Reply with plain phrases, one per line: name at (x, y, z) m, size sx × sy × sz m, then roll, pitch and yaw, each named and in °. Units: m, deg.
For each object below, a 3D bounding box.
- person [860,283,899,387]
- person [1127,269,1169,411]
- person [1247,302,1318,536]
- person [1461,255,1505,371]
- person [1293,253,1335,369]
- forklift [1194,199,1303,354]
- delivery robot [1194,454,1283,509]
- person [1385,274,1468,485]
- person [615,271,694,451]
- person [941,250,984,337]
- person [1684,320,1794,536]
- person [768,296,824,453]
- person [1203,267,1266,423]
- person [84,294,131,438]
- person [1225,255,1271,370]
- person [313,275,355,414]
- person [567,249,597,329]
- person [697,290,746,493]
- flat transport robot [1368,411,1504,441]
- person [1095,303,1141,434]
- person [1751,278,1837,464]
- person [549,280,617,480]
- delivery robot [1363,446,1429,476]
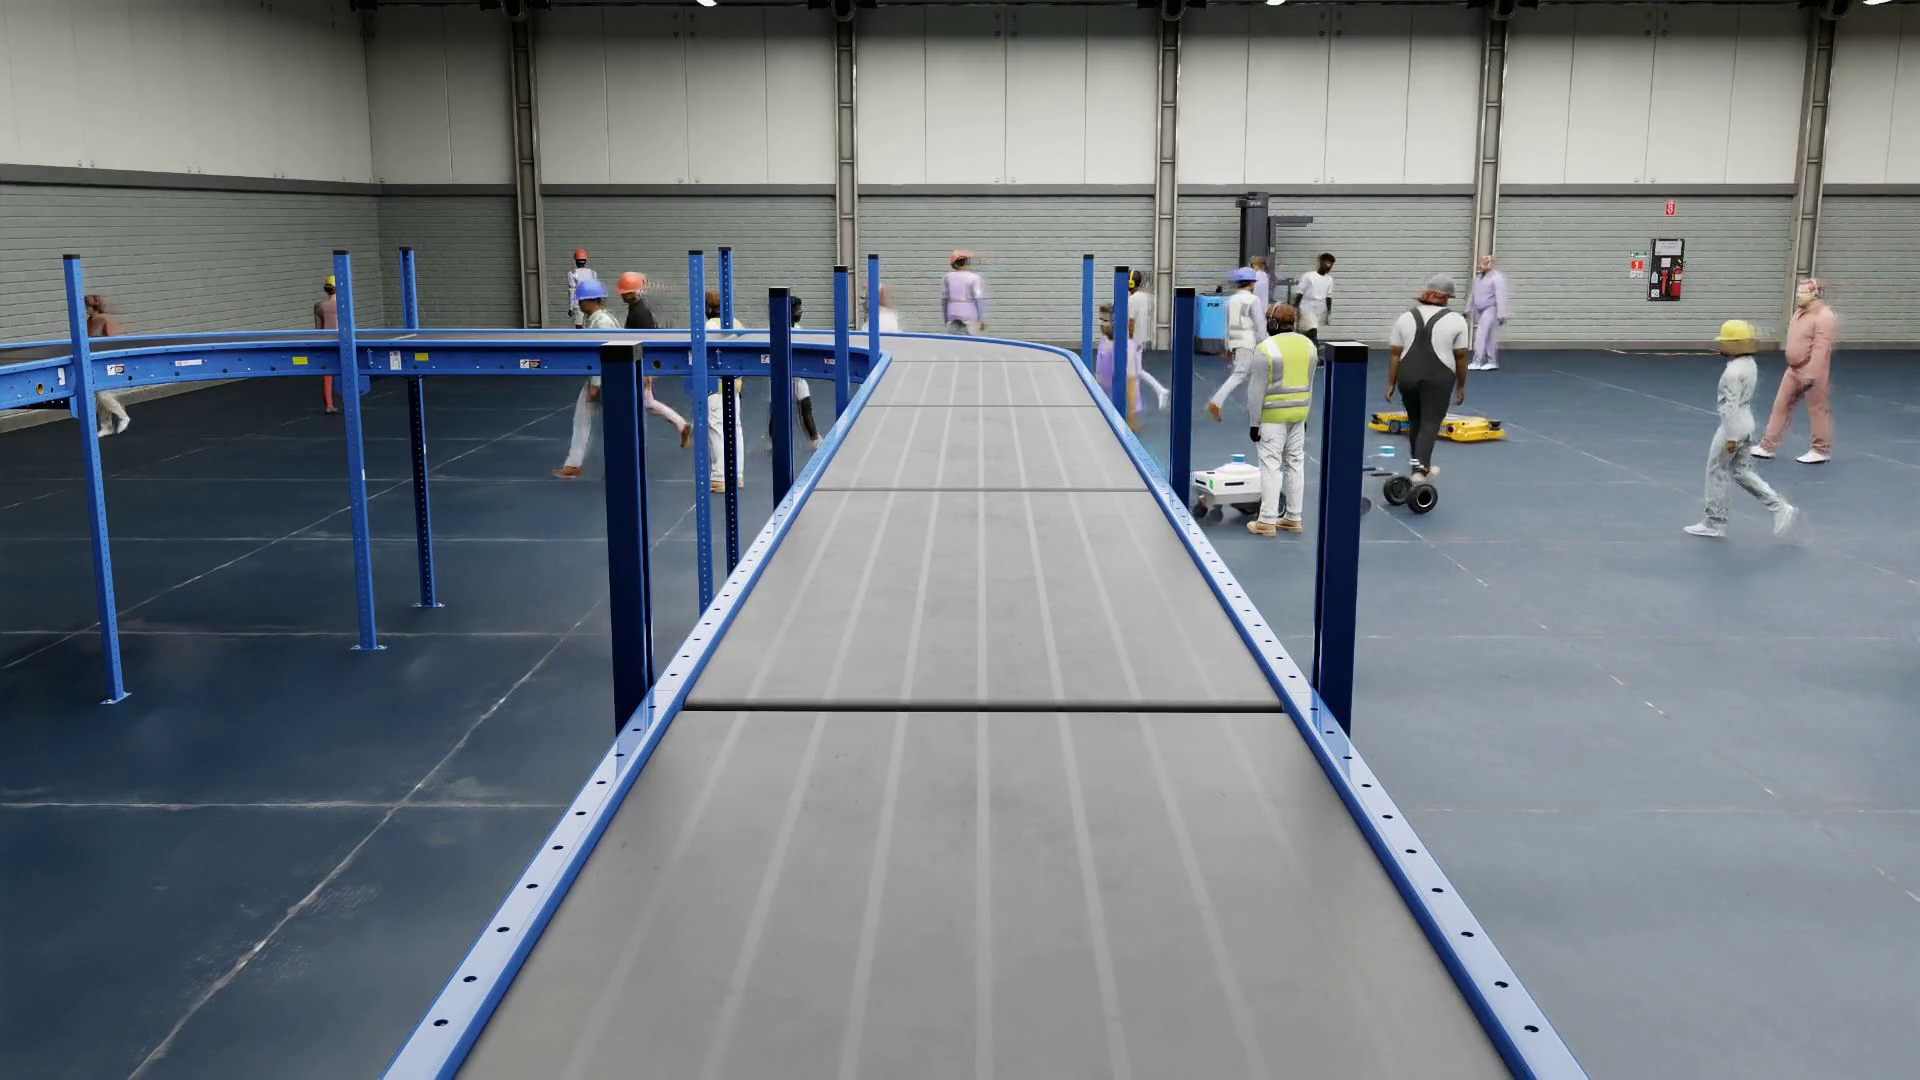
person at (-0.751, -1.501, 15.814) m, size 0.684 × 1.889 × 0.658 m, roll 3°, pitch 11°, yaw 13°
person at (2.283, -2.528, 21.220) m, size 0.739 × 1.850 × 0.526 m, roll 7°, pitch 13°, yaw 33°
person at (2.537, -0.966, 13.241) m, size 0.619 × 1.835 × 0.430 m, roll -6°, pitch 13°, yaw -29°
person at (8.501, -3.695, 27.155) m, size 0.835 × 1.875 × 0.673 m, roll -2°, pitch 11°, yaw -11°
person at (5.863, -3.763, 27.423) m, size 0.683 × 1.896 × 0.964 m, roll -7°, pitch 13°, yaw -32°
forklift at (5.313, -4.851, 30.603) m, size 1.873 × 2.768 × 1.129 m, roll 0°, pitch 11°, yaw 1°
delivery robot at (2.310, -0.469, 13.832) m, size 0.707 × 0.478 × 0.477 m, roll -4°, pitch 12°, yaw -19°
person at (4.321, -1.477, 15.425) m, size 0.718 × 2.000 × 1.028 m, roll 8°, pitch 14°, yaw 37°
person at (-3.211, -1.806, 17.250) m, size 0.843 × 1.953 × 0.618 m, roll -2°, pitch 11°, yaw -12°
person at (0.125, -3.400, 25.326) m, size 0.872 × 2.003 × 0.393 m, roll 3°, pitch 12°, yaw 17°
person at (6.096, -0.852, 12.930) m, size 0.707 × 1.711 × 0.507 m, roll 10°, pitch 15°, yaw 43°
person at (-1.695, -1.720, 17.514) m, size 0.803 × 1.658 × 0.555 m, roll 4°, pitch 12°, yaw 19°
person at (3.418, -2.390, 20.373) m, size 0.976 × 1.904 × 0.613 m, roll -4°, pitch 12°, yaw -20°
person at (-9.817, -1.979, 18.959) m, size 0.515 × 1.631 × 0.355 m, roll 6°, pitch 13°, yaw 29°
person at (4.915, -3.717, 27.252) m, size 0.973 × 1.895 × 0.617 m, roll 6°, pitch 13°, yaw 29°
person at (-7.984, -2.497, 21.293) m, size 0.518 × 1.757 × 0.337 m, roll 1°, pitch 11°, yaw 3°
person at (-6.594, -4.098, 29.049) m, size 0.549 × 1.937 × 0.358 m, roll -8°, pitch 14°, yaw -37°
person at (-2.221, -1.368, 15.292) m, size 0.429 × 1.838 × 0.640 m, roll 6°, pitch 13°, yaw 29°
flat transport robot at (5.506, -1.342, 19.295) m, size 0.652 × 0.197 × 1.431 m, roll -8°, pitch 14°, yaw -36°
person at (1.353, -1.094, 13.961) m, size 0.914 × 1.807 × 0.579 m, roll -2°, pitch 11°, yaw -12°
person at (8.490, -1.712, 16.946) m, size 0.905 × 1.868 × 0.679 m, roll -1°, pitch 11°, yaw -4°
person at (-3.509, -1.479, 15.658) m, size 0.900 × 1.910 × 0.609 m, roll -7°, pitch 13°, yaw -34°
delivery robot at (3.675, -0.689, 14.294) m, size 0.698 × 0.223 × 0.335 m, roll -3°, pitch 11°, yaw -14°
